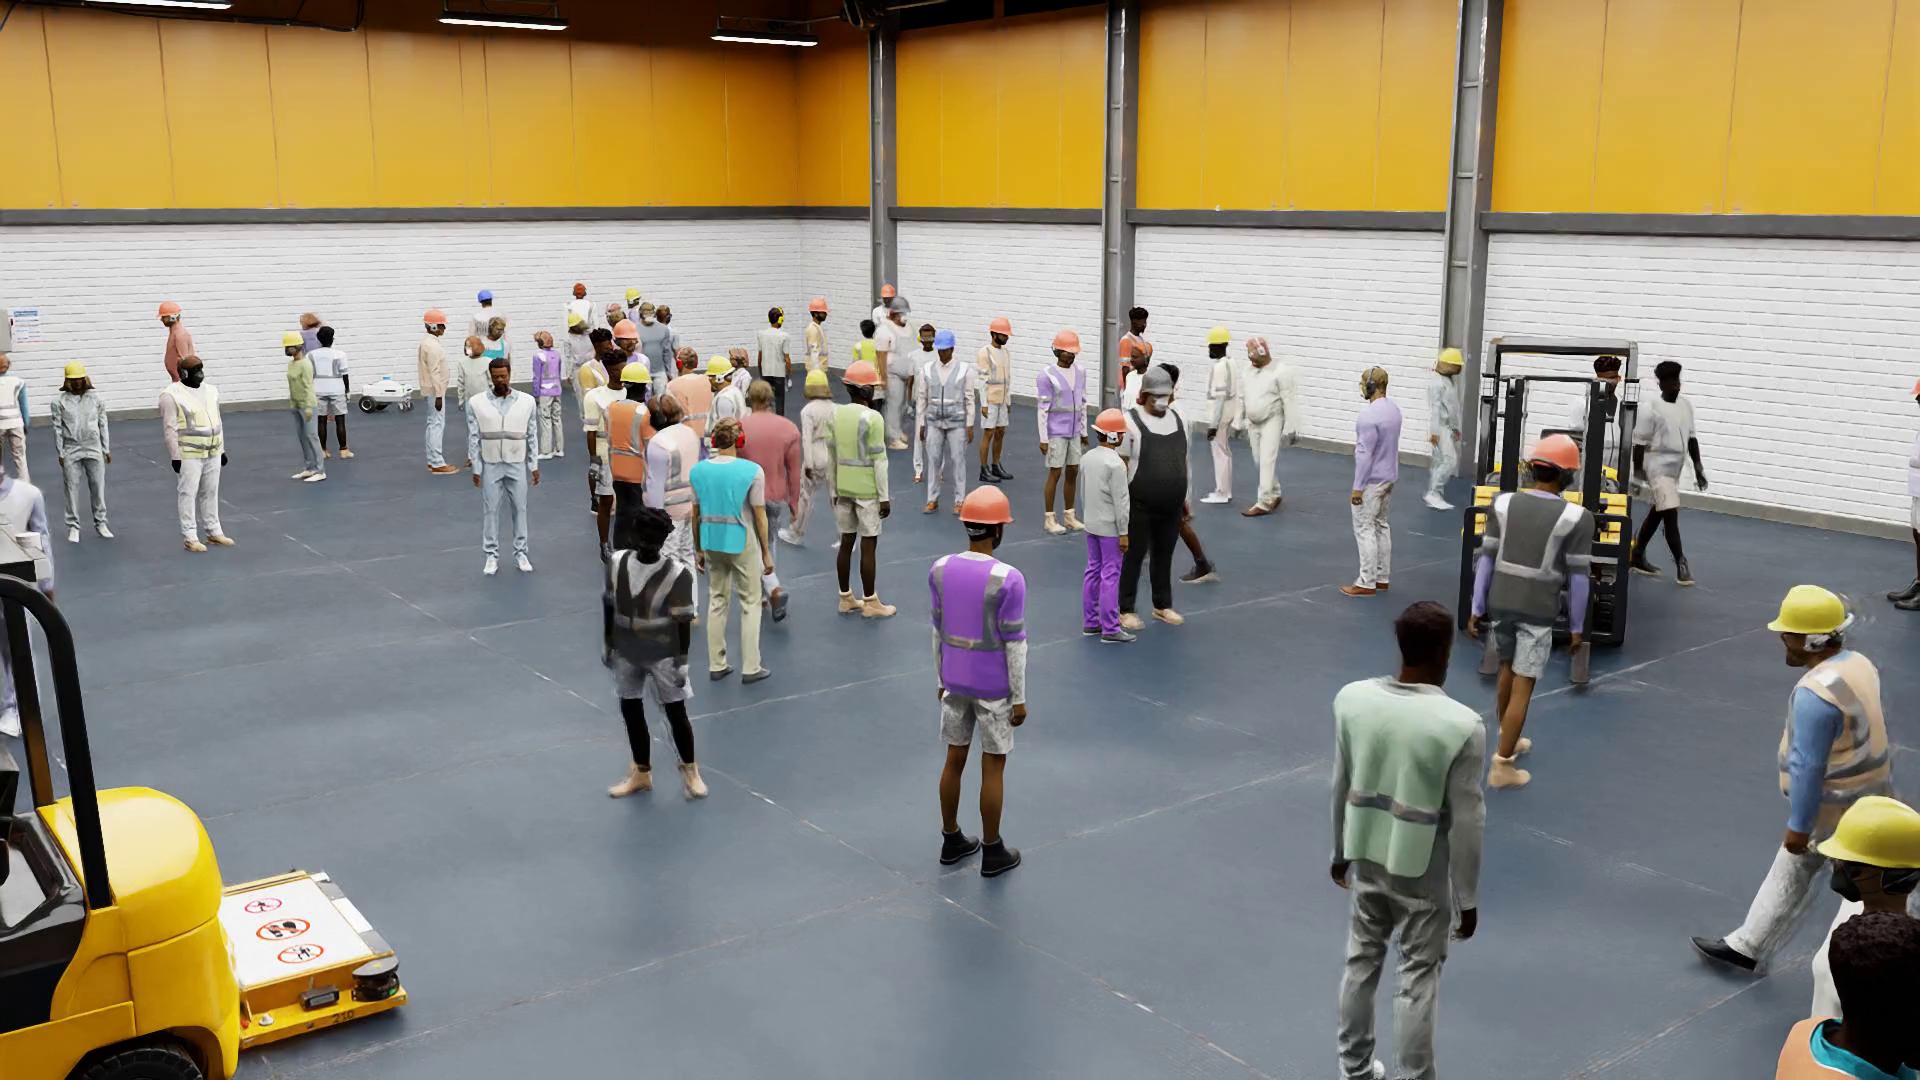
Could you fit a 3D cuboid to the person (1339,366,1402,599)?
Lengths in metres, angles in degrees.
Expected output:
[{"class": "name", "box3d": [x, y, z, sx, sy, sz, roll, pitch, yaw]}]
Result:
[{"class": "person", "box3d": [3.450, -0.481, 13.851, 0.377, 1.927, 0.635, 8, 14, 35]}]

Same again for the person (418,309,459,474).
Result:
[{"class": "person", "box3d": [-6.280, -1.778, 19.969, 0.399, 1.987, 0.604, -5, 13, -24]}]

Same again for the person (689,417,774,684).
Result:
[{"class": "person", "box3d": [-1.572, 0.081, 11.356, 0.585, 1.830, 0.394, 5, 13, 22]}]

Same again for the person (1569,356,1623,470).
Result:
[{"class": "person", "box3d": [5.560, -0.639, 14.502, 0.605, 1.966, 0.373, -4, 12, -18]}]

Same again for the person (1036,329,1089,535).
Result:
[{"class": "person", "box3d": [1.036, -1.064, 16.409, 0.612, 2.031, 0.403, -10, 15, -39]}]

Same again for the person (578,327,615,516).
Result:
[{"class": "person", "box3d": [-3.729, -1.244, 17.422, 0.367, 1.966, 0.607, 4, 12, 18]}]

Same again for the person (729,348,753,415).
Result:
[{"class": "person", "box3d": [-2.459, -1.338, 18.670, 0.306, 1.640, 0.522, -5, 13, -24]}]

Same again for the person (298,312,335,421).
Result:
[{"class": "person", "box3d": [-9.524, -2.542, 24.553, 0.548, 1.618, 0.334, 1, 12, 3]}]

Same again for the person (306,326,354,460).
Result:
[{"class": "person", "box3d": [-7.966, -1.855, 21.026, 0.540, 1.697, 0.316, 0, 12, 0]}]

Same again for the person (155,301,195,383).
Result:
[{"class": "person", "box3d": [-10.061, -2.079, 21.427, 0.413, 1.982, 0.623, -7, 14, -30]}]

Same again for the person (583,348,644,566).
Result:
[{"class": "person", "box3d": [-3.093, -0.752, 15.046, 0.607, 1.966, 0.367, -11, 16, -42]}]

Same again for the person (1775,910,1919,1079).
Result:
[{"class": "person", "box3d": [1.803, 1.670, 3.463, 0.391, 1.920, 0.587, 4, 12, 18]}]

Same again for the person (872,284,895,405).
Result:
[{"class": "person", "box3d": [-1.126, -3.094, 26.469, 0.539, 1.930, 0.387, 1, 12, 2]}]

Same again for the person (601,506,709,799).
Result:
[{"class": "person", "box3d": [-1.682, 0.624, 9.129, 0.616, 1.677, 0.355, 4, 12, 20]}]

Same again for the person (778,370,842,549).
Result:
[{"class": "person", "box3d": [-1.346, -0.761, 15.745, 0.486, 1.695, 0.871, -11, 16, -42]}]

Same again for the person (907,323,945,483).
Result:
[{"class": "person", "box3d": [-0.363, -1.590, 19.357, 0.506, 1.864, 0.332, 0, 12, 1]}]

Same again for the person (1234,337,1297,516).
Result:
[{"class": "person", "box3d": [3.233, -1.203, 17.527, 0.805, 1.861, 0.719, -9, 15, -37]}]

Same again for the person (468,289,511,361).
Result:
[{"class": "person", "box3d": [-7.229, -2.917, 25.696, 0.609, 1.898, 0.967, -8, 14, -34]}]

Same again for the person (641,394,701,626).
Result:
[{"class": "person", "box3d": [-2.211, -0.205, 12.747, 0.430, 1.831, 0.640, 4, 12, 20]}]

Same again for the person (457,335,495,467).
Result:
[{"class": "person", "box3d": [-5.921, -1.696, 20.414, 0.505, 1.631, 0.278, 2, 12, 10]}]

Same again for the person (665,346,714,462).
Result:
[{"class": "person", "box3d": [-2.654, -0.988, 16.475, 0.390, 1.848, 0.563, 11, 16, 43]}]

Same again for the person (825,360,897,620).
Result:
[{"class": "person", "box3d": [-0.778, -0.394, 13.130, 0.605, 2.045, 0.386, 11, 16, 42]}]

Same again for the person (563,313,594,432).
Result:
[{"class": "person", "box3d": [-5.313, -2.367, 23.485, 0.527, 1.697, 0.562, -3, 12, -14]}]

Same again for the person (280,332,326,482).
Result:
[{"class": "person", "box3d": [-7.703, -1.555, 19.440, 0.348, 1.759, 0.541, -11, 16, -43]}]

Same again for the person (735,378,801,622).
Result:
[{"class": "person", "box3d": [-1.531, -0.309, 13.051, 0.628, 1.911, 0.854, -6, 13, -27]}]

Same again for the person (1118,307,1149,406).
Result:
[{"class": "person", "box3d": [2.184, -1.952, 20.885, 0.387, 1.953, 0.608, 5, 13, 24]}]

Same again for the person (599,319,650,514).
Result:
[{"class": "person", "box3d": [-3.475, -1.292, 17.468, 0.377, 2.045, 0.605, 11, 16, 43]}]

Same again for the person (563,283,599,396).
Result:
[{"class": "person", "box3d": [-6.306, -3.337, 27.730, 0.583, 1.882, 0.338, -4, 12, -17]}]

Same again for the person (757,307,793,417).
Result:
[{"class": "person", "box3d": [-2.470, -2.177, 22.216, 0.525, 1.856, 0.344, 5, 13, 21]}]

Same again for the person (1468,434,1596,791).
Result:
[{"class": "person", "box3d": [3.267, 0.397, 9.466, 0.620, 1.985, 0.888, 11, 16, 44]}]

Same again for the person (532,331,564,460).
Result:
[{"class": "person", "box3d": [-5.220, -1.833, 21.087, 0.315, 1.632, 0.523, 5, 13, 23]}]
